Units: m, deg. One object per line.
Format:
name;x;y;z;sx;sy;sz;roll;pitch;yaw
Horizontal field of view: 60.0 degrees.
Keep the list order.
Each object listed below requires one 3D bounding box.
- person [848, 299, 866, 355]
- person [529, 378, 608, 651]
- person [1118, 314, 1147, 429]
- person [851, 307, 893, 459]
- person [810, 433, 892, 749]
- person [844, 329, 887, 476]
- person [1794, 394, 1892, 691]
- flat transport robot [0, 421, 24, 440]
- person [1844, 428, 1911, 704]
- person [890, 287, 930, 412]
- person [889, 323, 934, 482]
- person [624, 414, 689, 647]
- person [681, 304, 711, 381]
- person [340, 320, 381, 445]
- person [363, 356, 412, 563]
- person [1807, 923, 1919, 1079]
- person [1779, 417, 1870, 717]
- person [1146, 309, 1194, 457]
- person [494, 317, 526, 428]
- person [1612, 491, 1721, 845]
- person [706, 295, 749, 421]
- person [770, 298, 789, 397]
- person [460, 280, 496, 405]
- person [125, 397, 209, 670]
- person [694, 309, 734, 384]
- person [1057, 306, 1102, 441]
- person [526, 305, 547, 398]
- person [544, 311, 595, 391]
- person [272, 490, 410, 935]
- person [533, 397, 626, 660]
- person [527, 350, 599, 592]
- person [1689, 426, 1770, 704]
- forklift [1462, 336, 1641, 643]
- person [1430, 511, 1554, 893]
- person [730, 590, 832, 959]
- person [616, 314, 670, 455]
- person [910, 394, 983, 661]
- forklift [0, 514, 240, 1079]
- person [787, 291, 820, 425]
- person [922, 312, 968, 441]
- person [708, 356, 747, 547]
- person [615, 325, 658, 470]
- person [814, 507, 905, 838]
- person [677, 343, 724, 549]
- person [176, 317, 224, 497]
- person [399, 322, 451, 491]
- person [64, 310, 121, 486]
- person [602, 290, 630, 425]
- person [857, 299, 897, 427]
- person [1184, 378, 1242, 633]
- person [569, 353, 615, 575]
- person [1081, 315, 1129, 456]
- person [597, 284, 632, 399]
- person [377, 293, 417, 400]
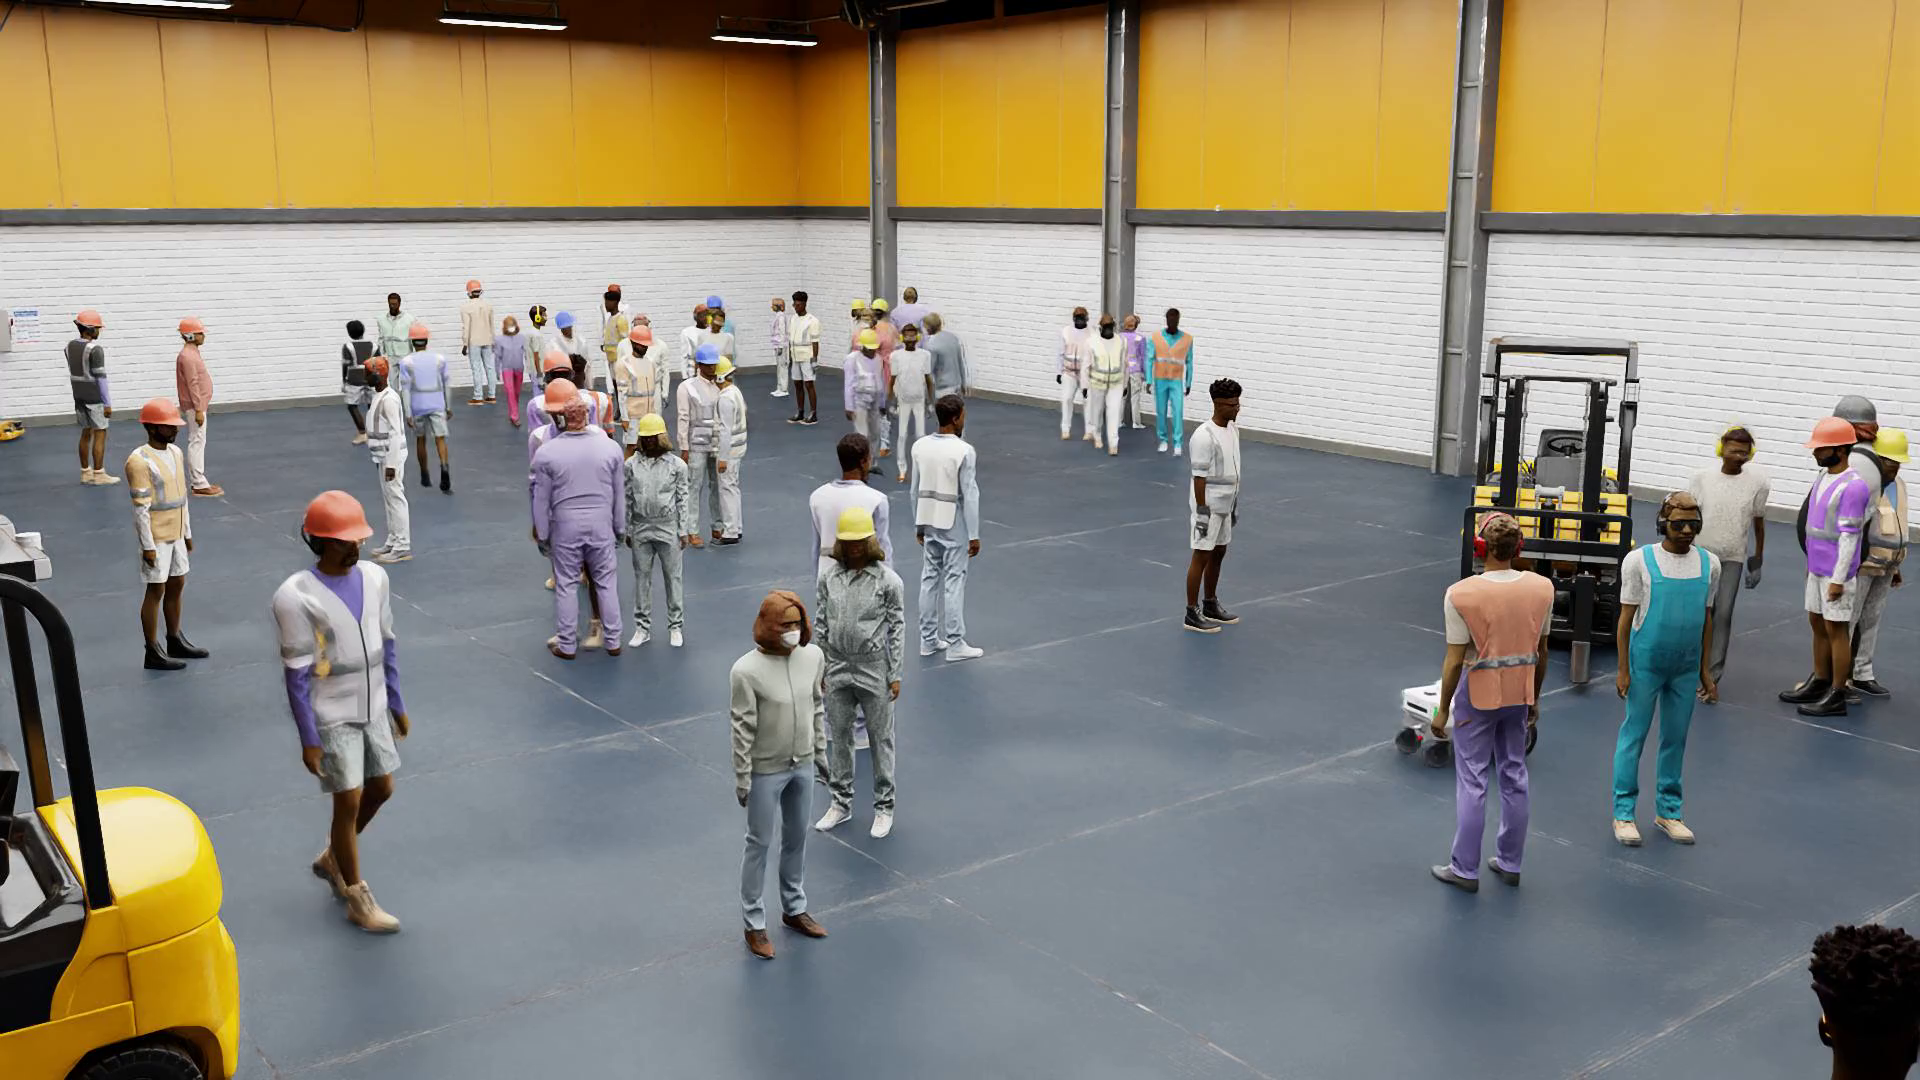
person;-1.551;-2.848;25.713;0.492;1.742;0.316;10;15;40
person;-2.847;-0.180;12.162;0.608;2.030;0.433;2;12;7
person;2.440;-2.403;23.815;0.518;1.639;0.312;7;14;32
person;-1.122;-1.998;21.179;0.640;1.927;0.382;10;15;39
person;-0.667;0.309;10.069;0.597;1.912;0.389;10;15;39
person;-1.088;-1.596;19.562;0.482;1.783;0.670;11;16;42
person;5.858;0.036;11.063;0.691;2.000;0.536;-10;15;-39
flat transport robot;-13.644;-1.479;22.674;1.431;0.197;0.652;-3;12;-16
person;6.004;0.165;10.970;0.588;1.823;0.403;-6;13;-25
person;-0.757;-2.923;25.598;0.636;1.939;0.365;4;12;17
person;-0.575;-1.597;19.397;0.524;1.863;0.330;-2;12;-8
person;-2.246;-0.068;12.288;0.484;1.744;0.295;0;12;1
person;-3.481;-2.240;22.455;0.582;1.878;0.343;-5;13;-25
person;-7.969;-2.100;22.248;0.636;1.685;0.315;-11;16;-43
person;-5.228;-0.738;15.177;0.356;1.885;0.573;-6;13;-26
person;1.704;1.692;3.249;0.609;1.963;0.367;2;12;11
person;5.558;0.170;10.690;0.381;1.929;0.541;0;12;2
person;2.701;-2.038;21.480;0.614;1.883;0.801;1;12;7
person;-6.455;-2.432;24.075;0.514;1.584;0.848;-7;14;-31
person;3.621;0.657;8.539;0.506;1.846;0.345;-1;12;-4
person;-3.361;-2.537;23.801;0.852;1.916;0.634;6;13;27
person;-3.003;-3.210;27.708;0.309;1.641;0.513;-3;12;-14
person;-7.704;-3.153;26.571;0.391;1.995;0.613;9;15;36
person;-5.595;-0.047;11.750;0.399;1.928;0.542;1;12;6
person;-3.270;-2.146;22.105;0.558;1.835;0.451;-1;12;-3
person;1.649;-2.278;22.756;0.644;1.837;0.446;4;12;19
person;-5.691;-2.230;22.452;0.325;1.862;0.511;-3;12;-16
person;-4.790;-1.844;20.443;0.661;1.922;0.400;-10;15;-40
person;-2.807;0.766;7.588;0.581;2.042;0.632;6;13;28
person;-2.742;-0.084;12.026;0.657;1.895;0.411;-5;13;-21
person;-3.349;-0.580;14.035;0.615;2.038;0.395;-8;14;-33
person;5.102;0.125;11.205;0.544;1.814;0.983;7;14;31
forklift;4.683;-0.471;13.136;1.214;2.155;2.313;4;12;20
person;2.535;0.781;7.935;0.563;1.847;0.389;-3;12;-16
person;-0.784;1.012;7.339;0.507;1.631;0.270;-11;16;-42
person;-3.829;-1.770;20.104;0.639;1.911;0.406;-2;12;-8
person;-0.110;-0.090;11.966;0.591;1.917;0.379;11;16;42
forklift;-3.687;1.115;5.480;2.313;2.155;1.214;-9;15;-36
person;-2.293;-2.662;24.307;0.607;1.958;0.374;11;16;43
person;-0.200;-1.878;20.677;0.664;1.886;0.654;7;14;30
person;-2.235;-0.845;15.868;0.403;1.817;0.601;0;12;-2
person;-3.485;-1.380;18.171;0.372;1.929;0.543;8;14;35
person;-0.534;0.686;8.645;0.493;1.743;0.303;4;12;19
person;-2.393;-0.900;15.808;0.613;1.945;0.406;-10;15;-39
person;-8.475;-1.479;18.485;0.379;1.996;0.611;-6;13;-25
person;-6.026;-1.503;18.829;0.562;1.915;0.849;-6;13;-25
person;-9.971;-1.629;19.142;0.612;2.029;0.409;7;13;29
person;-5.017;-2.668;24.305;0.368;1.961;0.612;-6;13;-28
person;-1.158;-2.492;23.680;0.586;1.874;0.977;-5;13;-24
person;1.965;-0.272;12.767;0.387;1.957;0.604;8;14;34
person;-3.324;-0.661;14.626;0.600;1.958;0.385;-8;14;-33
person;1.885;-2.035;21.671;0.641;1.799;0.962;-1;12;-3
person;-5.662;-3.260;27.365;0.576;1.881;0.354;2;12;9
person;-8.323;-2.720;24.723;0.607;1.906;0.406;1;12;7
